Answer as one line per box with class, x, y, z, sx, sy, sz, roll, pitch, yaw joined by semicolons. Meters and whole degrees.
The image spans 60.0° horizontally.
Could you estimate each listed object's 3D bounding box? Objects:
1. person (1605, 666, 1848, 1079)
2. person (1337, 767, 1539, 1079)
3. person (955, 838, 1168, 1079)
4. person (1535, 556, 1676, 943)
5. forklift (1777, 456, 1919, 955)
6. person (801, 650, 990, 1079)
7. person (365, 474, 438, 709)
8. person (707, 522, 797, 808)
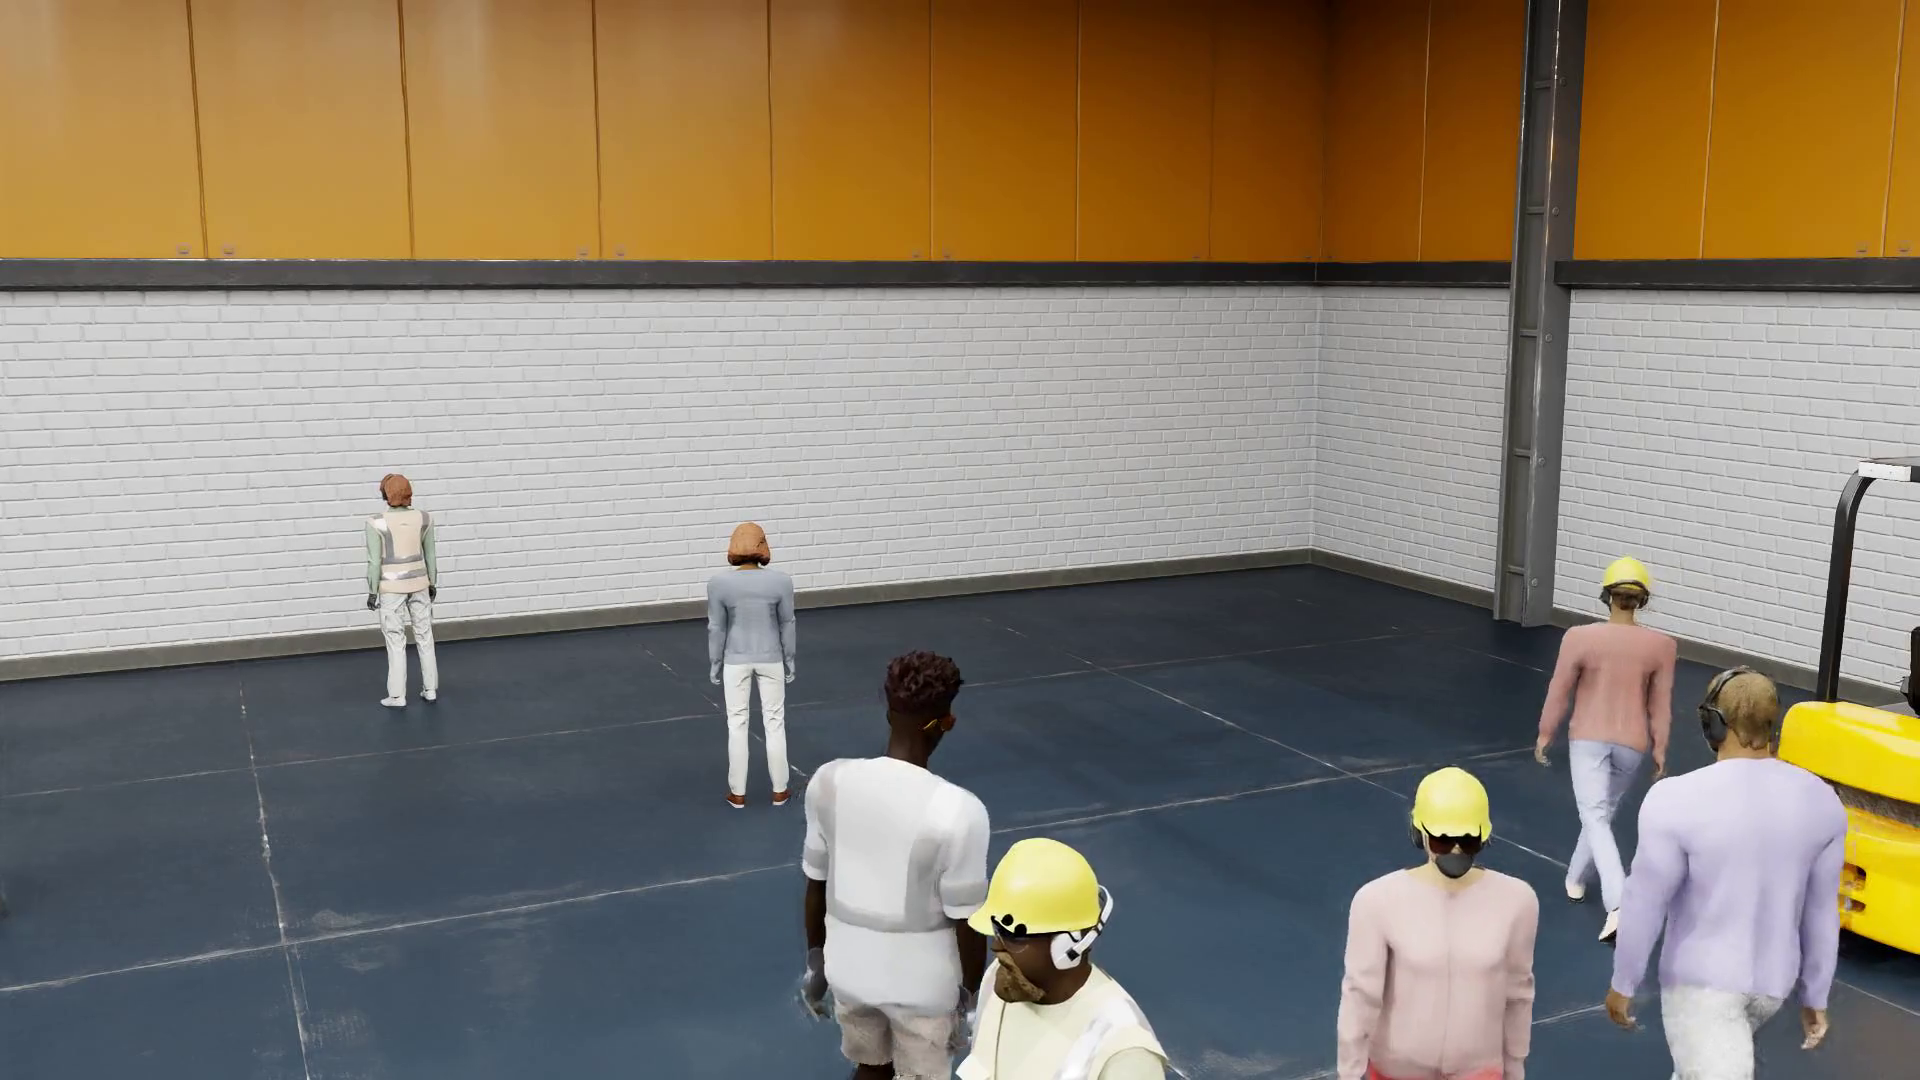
person;2.301;1.317;4.932;0.646;1.889;1.061;-2;9;-13
person;1.304;1.451;4.568;0.547;1.714;0.923;1;9;4
person;0.189;1.538;3.667;0.404;1.830;0.601;-6;11;-31
person;3.011;0.946;7.696;0.581;1.717;0.868;1;9;5
forklift;4.857;0.731;7.561;2.313;2.155;1.214;-4;10;-25
person;-0.190;1.282;4.916;0.633;1.941;0.455;5;10;28
person;-3.890;0.355;11.613;0.310;1.638;0.522;9;13;44
person;-1.176;0.708;9.436;0.499;1.633;0.278;-1;9;-8
